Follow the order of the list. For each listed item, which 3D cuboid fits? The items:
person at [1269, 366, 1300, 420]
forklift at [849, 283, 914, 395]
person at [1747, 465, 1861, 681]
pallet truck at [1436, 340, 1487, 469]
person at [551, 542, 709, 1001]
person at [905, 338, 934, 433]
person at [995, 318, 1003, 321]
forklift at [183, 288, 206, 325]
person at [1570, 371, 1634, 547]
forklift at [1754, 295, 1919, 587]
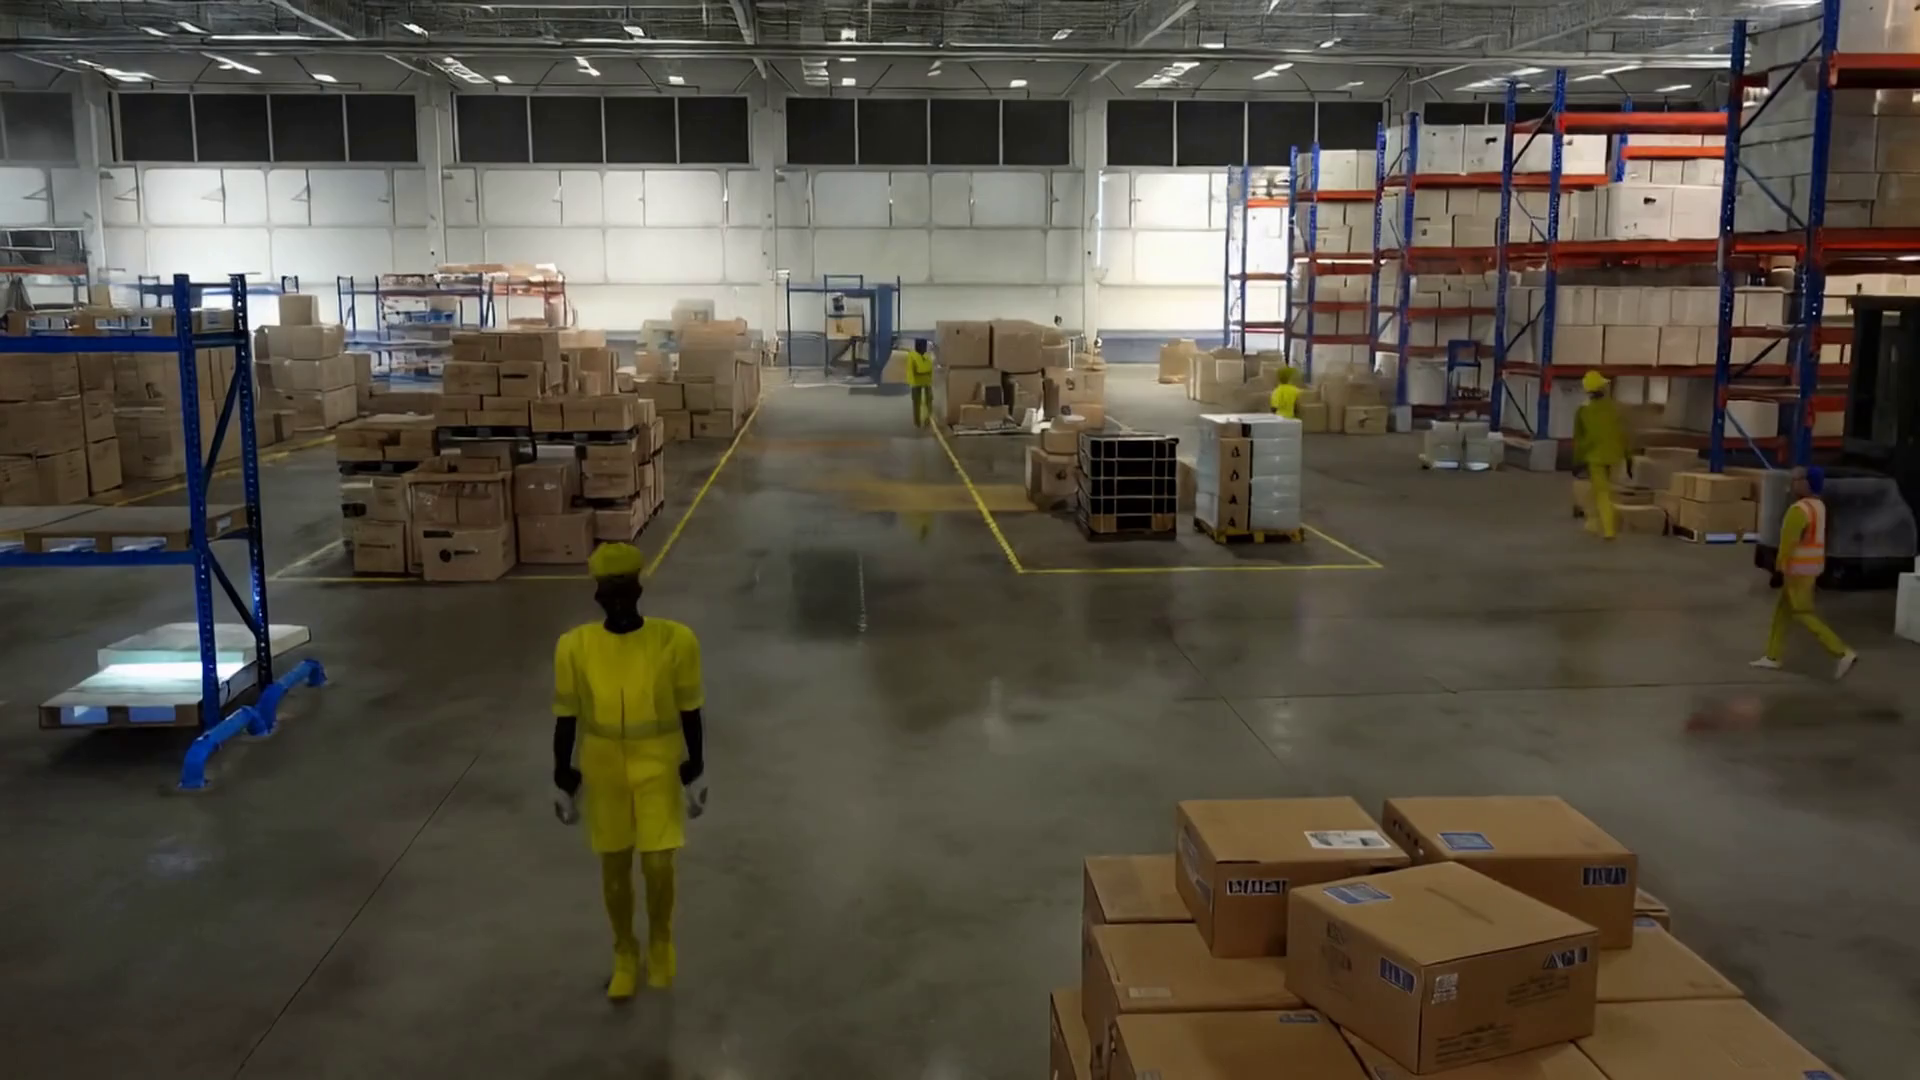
[{"bbox_3d":[4.762,-1.765,24.899,0.553,1.655,0.819,-8,12,-40],"label":"person"},{"bbox_3d":[-1.879,-5.092,42.005,1.873,2.768,1.129,-1,9,-4],"label":"forklift"},{"bbox_3d":[6.399,0.239,12.498,0.756,1.613,0.522,8,12,41],"label":"person"},{"bbox_3d":[8.004,-2.170,26.422,0.823,1.965,1.885,2,9,14],"label":"pallet truck"},{"bbox_3d":[-1.370,0.965,6.880,0.629,1.944,0.447,0,9,0],"label":"person"},{"bbox_3d":[-0.753,-2.957,31.894,0.627,1.826,0.496,-5,10,-27],"label":"person"},{"bbox_3d":[0.975,-4.705,42.558,0.381,1.927,0.542,-4,10,-23],"label":"person"},{"bbox_3d":[-17.308,-4.409,37.718,1.873,2.768,1.129,-5,10,-30],"label":"forklift"},{"bbox_3d":[7.174,-0.906,18.636,0.637,1.939,0.859,-3,9,-15],"label":"person"},{"bbox_3d":[9.046,-1.005,16.338,1.873,2.768,1.129,-1,9,-4],"label":"forklift"}]
